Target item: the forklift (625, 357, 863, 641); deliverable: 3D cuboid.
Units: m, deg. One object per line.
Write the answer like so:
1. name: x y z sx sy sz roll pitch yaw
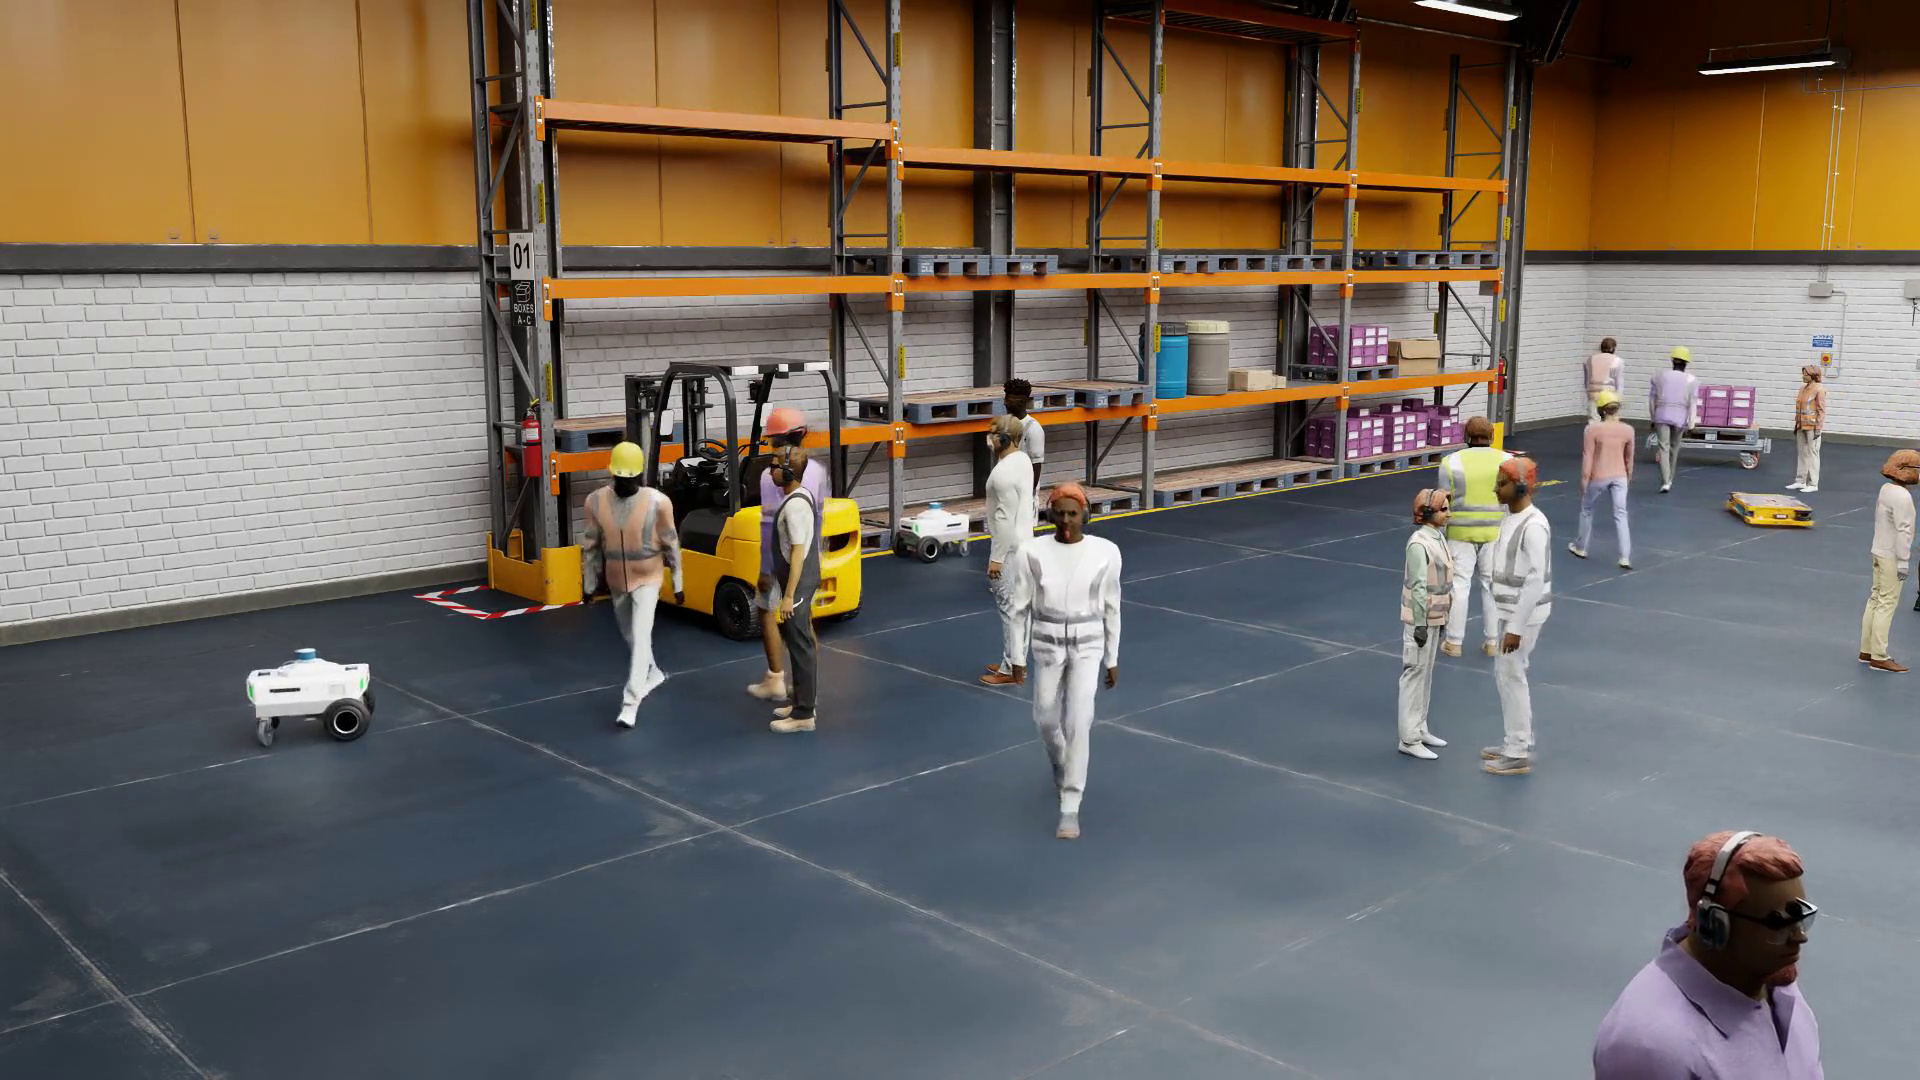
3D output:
1. forklift: -1.847 -0.414 13.852 1.214 2.155 2.313 -9 13 -42

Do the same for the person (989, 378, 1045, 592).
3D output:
1. person: 0.515 -0.460 14.786 0.367 1.966 0.606 -5 11 -27

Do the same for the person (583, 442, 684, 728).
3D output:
1. person: -2.148 0.254 10.946 0.641 1.866 1.003 2 10 12

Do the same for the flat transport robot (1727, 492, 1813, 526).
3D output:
1. flat transport robot: 9.336 -0.365 19.190 0.652 0.197 1.431 3 10 15

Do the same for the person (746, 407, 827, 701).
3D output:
1. person: -1.209 0.107 11.281 0.544 2.020 0.657 7 12 36

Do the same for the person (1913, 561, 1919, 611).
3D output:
1. person: 8.373 -0.316 14.033 0.360 1.935 0.552 -2 10 -11

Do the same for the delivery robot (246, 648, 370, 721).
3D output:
1. delivery robot: -4.114 0.929 10.509 0.707 0.478 0.477 -2 10 -15

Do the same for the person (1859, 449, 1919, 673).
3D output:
1. person: 6.860 0.143 12.232 0.268 1.632 0.507 2 10 13

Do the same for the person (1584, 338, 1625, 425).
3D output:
1. person: 9.690 -2.124 24.989 0.622 1.817 0.649 8 12 39

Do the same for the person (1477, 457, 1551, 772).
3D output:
1. person: 3.276 0.456 9.780 0.420 1.880 0.606 1 10 4

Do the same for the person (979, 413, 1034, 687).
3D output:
1. person: 0.333 0.072 11.757 0.372 1.940 0.632 2 10 13

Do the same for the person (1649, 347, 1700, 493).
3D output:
1. person: 9.204 -1.547 21.480 0.583 1.869 1.009 4 10 20

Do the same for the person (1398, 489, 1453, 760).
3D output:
1. person: 2.835 0.498 10.136 0.307 1.641 0.511 5 11 26

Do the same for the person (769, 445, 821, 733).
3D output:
1. person: -1.066 0.308 10.643 0.344 1.847 0.504 0 10 1

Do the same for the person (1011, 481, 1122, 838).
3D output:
1. person: 0.572 0.592 8.961 0.585 1.857 0.842 1 10 8

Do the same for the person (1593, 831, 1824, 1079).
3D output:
1. person: 1.550 1.513 3.416 0.655 1.906 0.407 -9 13 -42

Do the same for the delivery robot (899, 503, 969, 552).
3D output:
1. delivery robot: -0.254 -0.132 16.719 0.707 0.478 0.477 -7 12 -37

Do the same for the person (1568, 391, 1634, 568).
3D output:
1. person: 6.374 -0.609 16.422 0.540 1.710 0.911 0 10 -2

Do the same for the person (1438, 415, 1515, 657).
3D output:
1. person: 3.908 -0.027 12.623 0.633 1.839 0.429 0 10 3

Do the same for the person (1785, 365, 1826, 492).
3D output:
1. person: 10.942 -1.434 21.449 0.311 1.638 0.521 -1 10 -5
